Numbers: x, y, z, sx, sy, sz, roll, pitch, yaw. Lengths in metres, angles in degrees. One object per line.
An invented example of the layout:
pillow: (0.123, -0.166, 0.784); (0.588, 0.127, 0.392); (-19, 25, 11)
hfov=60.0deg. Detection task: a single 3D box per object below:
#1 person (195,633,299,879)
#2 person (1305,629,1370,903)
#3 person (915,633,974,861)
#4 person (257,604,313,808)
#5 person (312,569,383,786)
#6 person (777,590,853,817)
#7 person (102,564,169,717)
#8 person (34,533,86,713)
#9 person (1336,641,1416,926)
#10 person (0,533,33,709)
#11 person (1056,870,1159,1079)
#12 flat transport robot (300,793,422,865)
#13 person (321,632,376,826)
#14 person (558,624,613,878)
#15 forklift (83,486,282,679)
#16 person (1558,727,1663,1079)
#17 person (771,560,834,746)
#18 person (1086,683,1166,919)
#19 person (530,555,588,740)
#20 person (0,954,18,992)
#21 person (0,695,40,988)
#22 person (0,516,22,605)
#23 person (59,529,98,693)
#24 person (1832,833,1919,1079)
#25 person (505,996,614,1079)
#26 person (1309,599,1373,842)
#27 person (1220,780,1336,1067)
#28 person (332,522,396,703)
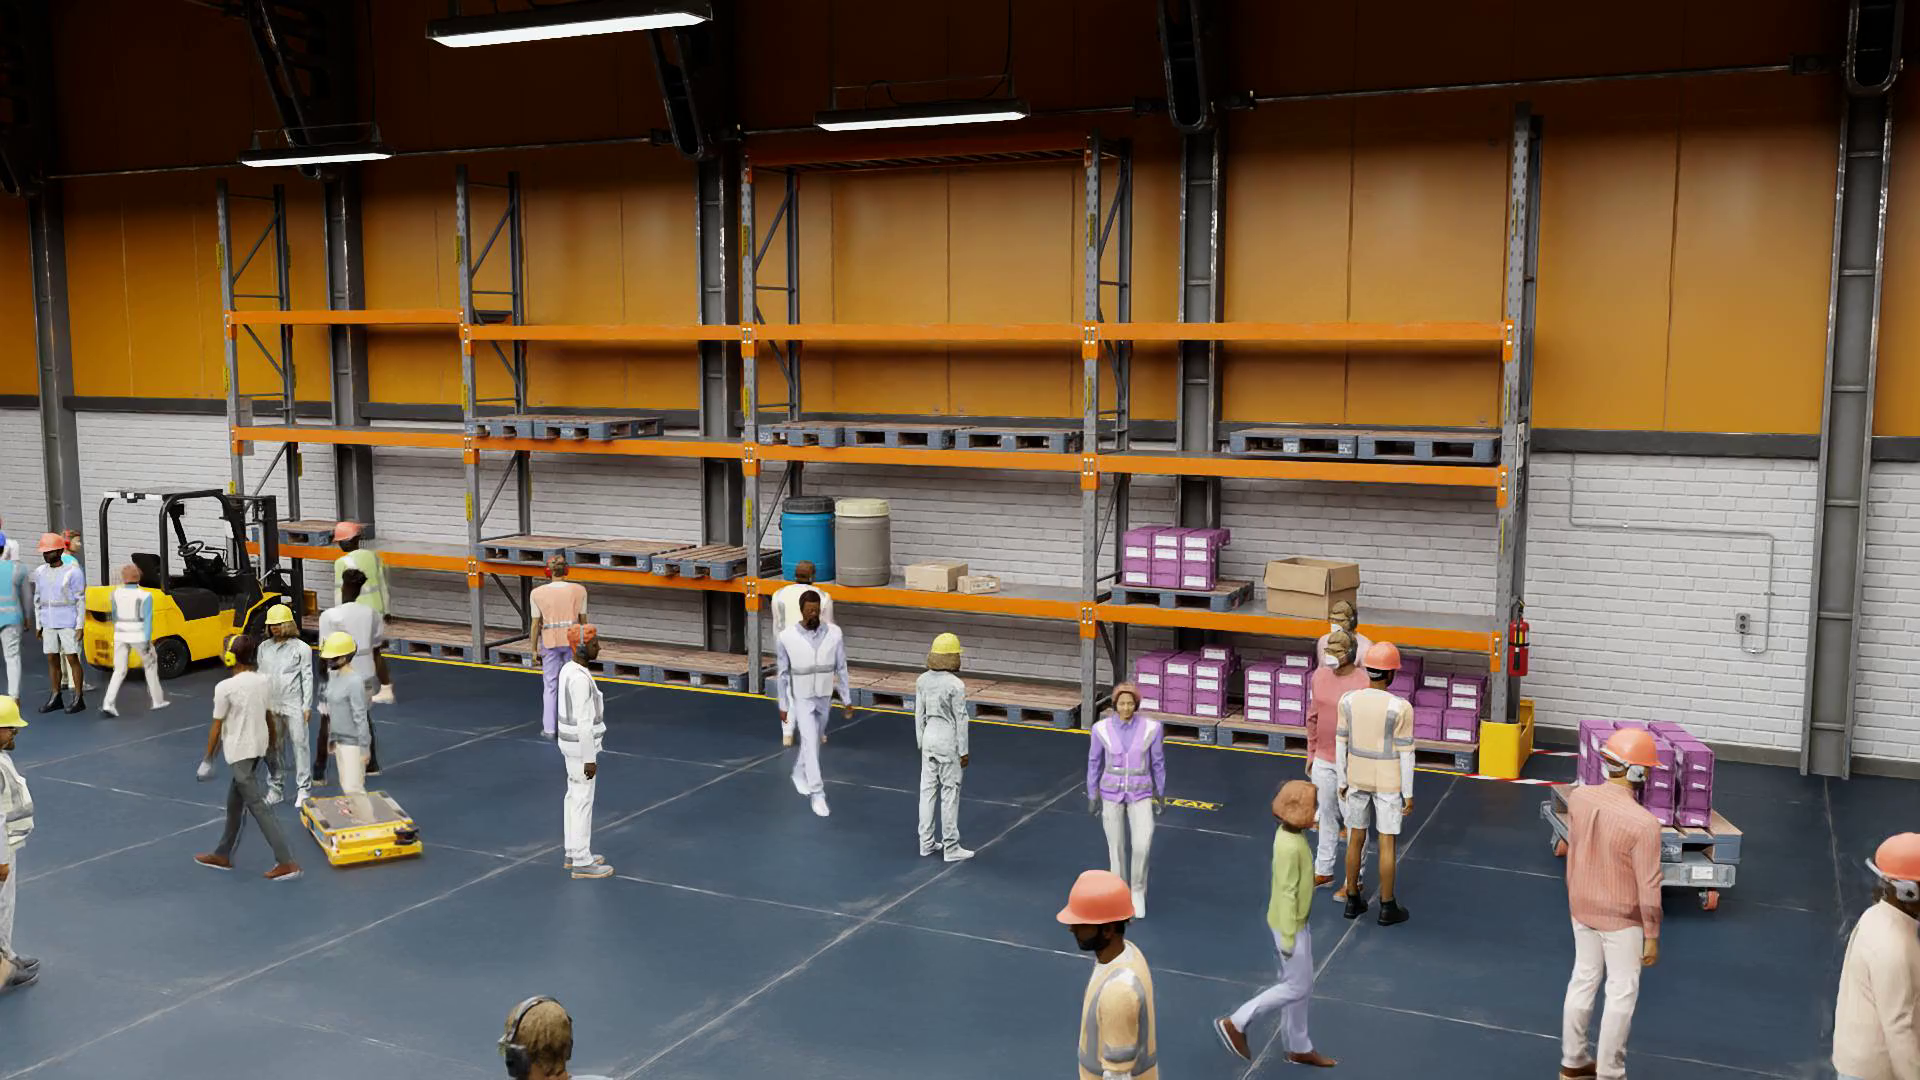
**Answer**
person: (-5.301, 1.599, 12.282); (0.969, 1.832, 0.517); (2, 7, 14)
person: (2.711, 1.590, 11.836); (0.373, 1.941, 0.627); (-5, 8, -36)
person: (-0.117, 1.575, 12.758); (0.492, 1.742, 0.317); (6, 9, 41)
person: (-5.744, 1.409, 14.133); (0.484, 1.744, 0.296); (0, 7, 4)
person: (-5.507, 1.221, 14.940); (0.409, 1.928, 0.682); (6, 9, 39)
person: (-1.271, 1.336, 14.228); (0.608, 1.877, 0.978); (-4, 8, -28)
person: (-8.794, 1.059, 17.602); (0.512, 1.606, 0.766); (0, 7, 4)
person: (-9.580, 0.885, 17.667); (0.552, 1.935, 0.370); (1, 7, 7)
person: (2.848, 1.649, 11.358); (0.553, 1.935, 0.362); (5, 9, 38)
person: (-10.413, 0.861, 18.005); (0.662, 1.902, 0.917); (-5, 9, -37)
person: (0.588, 2.239, 6.575); (0.422, 1.925, 0.558); (1, 7, 7)
flat transport robot: (-4.770, 2.253, 13.190); (0.652, 0.197, 1.431); (-4, 8, -31)
person: (-4.737, 1.564, 12.825); (0.352, 1.753, 0.594); (-6, 9, -39)
person: (-2.801, 1.555, 12.349); (0.340, 1.882, 0.585); (-3, 7, -22)
forklift: (-9.426, 0.454, 20.179); (1.214, 2.155, 2.313); (3, 8, 26)
person: (3.421, 1.950, 8.691); (0.410, 1.980, 0.630); (-3, 7, -22)
person: (-1.526, 1.107, 16.301); (0.636, 1.832, 0.430); (1, 7, 9)
person: (1.138, 1.793, 11.422); (0.546, 1.618, 0.523); (1, 7, 7)
person: (-3.974, 1.072, 16.549); (0.561, 1.836, 0.388); (-3, 8, -24)
person: (-6.026, 1.981, 9.760); (0.534, 1.659, 0.827); (3, 7, 23)
person: (-5.901, 1.850, 10.205); (0.403, 1.816, 0.603); (-4, 8, -32)
person: (-11.550, 0.610, 19.937); (0.548, 1.936, 0.378); (-3, 8, -26)
person: (-10.060, 0.801, 18.750); (0.564, 1.841, 0.391); (6, 9, 40)
person: (3.908, 2.179, 6.838); (0.925, 1.960, 0.608); (4, 8, 32)
person: (-1.290, 2.392, 5.272); (0.367, 1.926, 0.639); (4, 8, 31)
person: (3.066, 1.425, 13.256); (0.361, 1.932, 0.630); (-4, 8, -30)
person: (1.761, 2.088, 9.056); (0.534, 1.618, 0.500); (2, 7, 16)
person: (-6.586, 0.791, 18.212); (0.924, 1.987, 0.620); (2, 7, 19)
